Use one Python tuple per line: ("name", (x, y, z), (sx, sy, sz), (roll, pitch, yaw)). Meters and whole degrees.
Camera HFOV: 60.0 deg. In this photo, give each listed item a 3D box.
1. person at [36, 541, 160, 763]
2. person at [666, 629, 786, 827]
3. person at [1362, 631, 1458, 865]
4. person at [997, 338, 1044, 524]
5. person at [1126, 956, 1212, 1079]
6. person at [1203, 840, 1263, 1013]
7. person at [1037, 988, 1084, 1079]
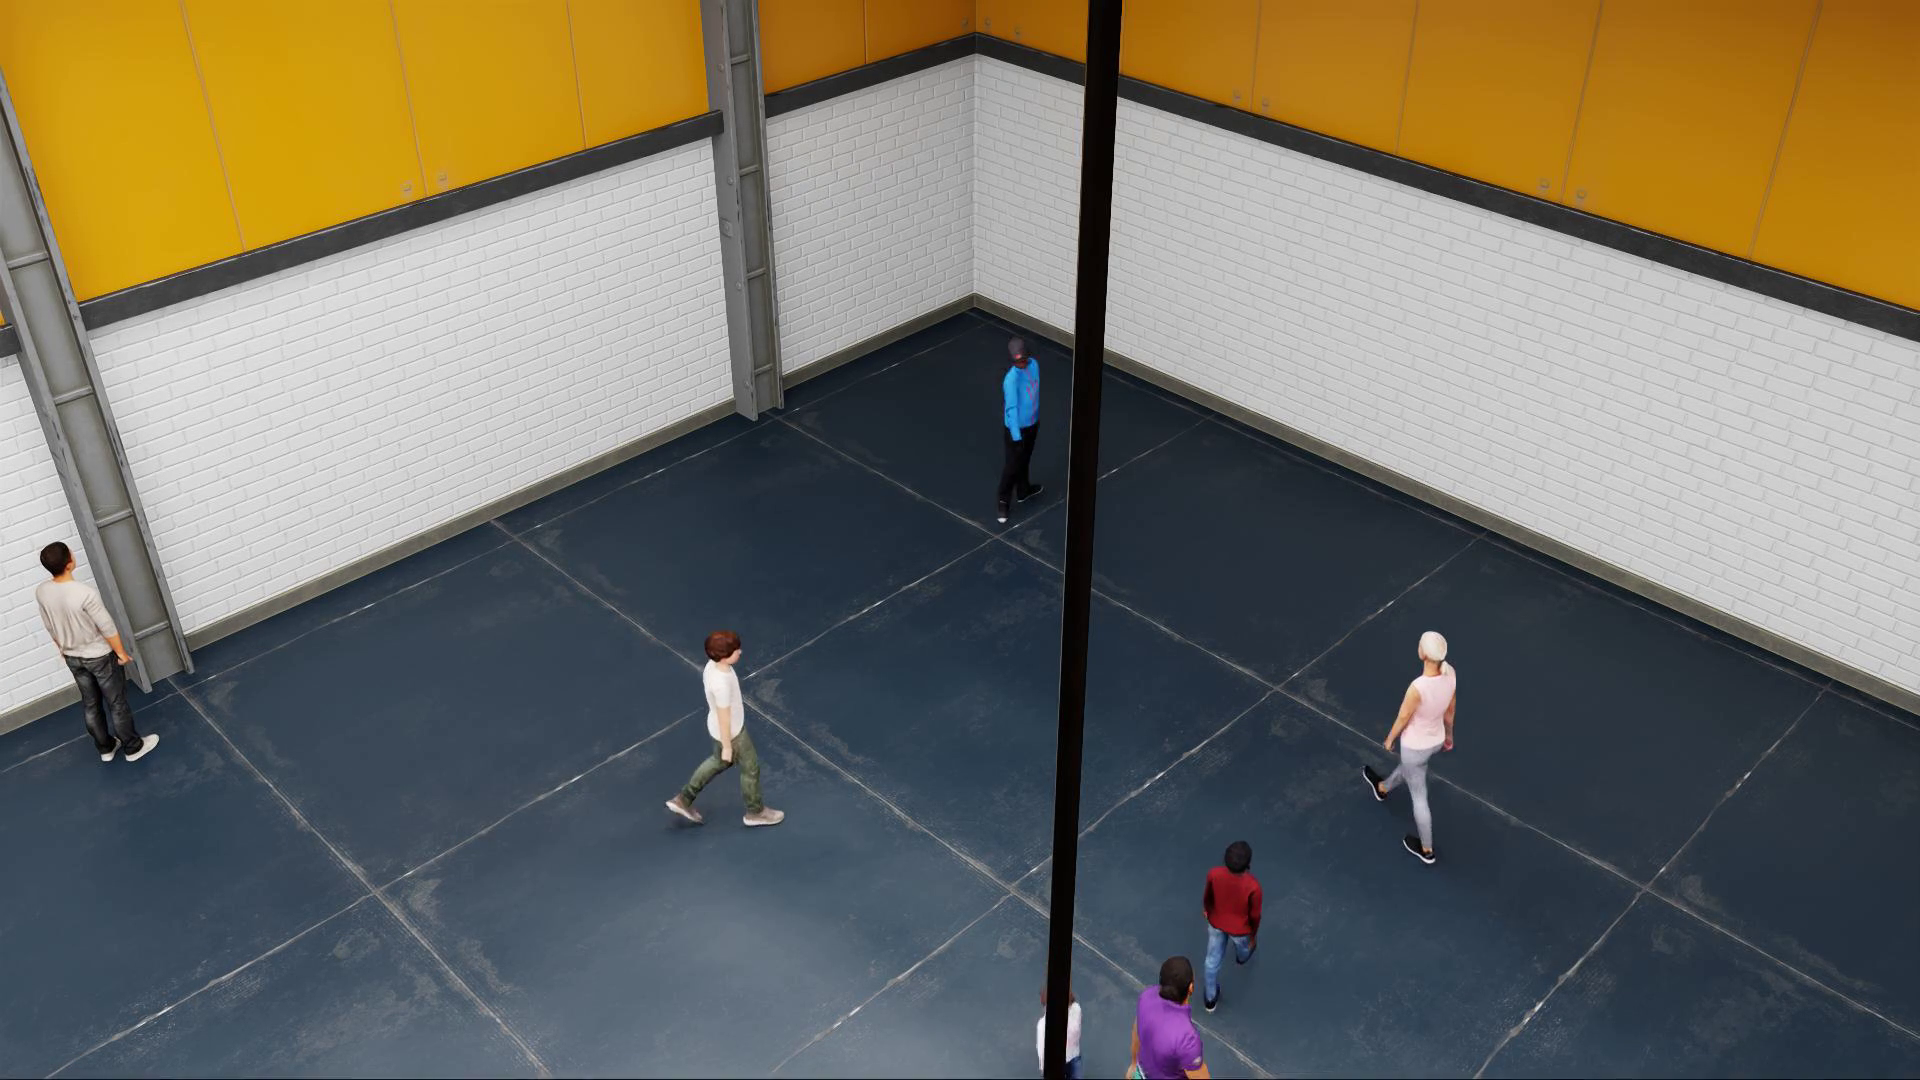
("person", (-6.141, 0.798, 11.721), (0.731, 1.811, 0.751), (4, 34, 7))
("person", (-1.641, 1.285, 11.150), (1.101, 1.632, 0.913), (-8, 34, -12))
("person", (3.094, 1.390, 10.945), (1.081, 1.684, 0.818), (-18, 37, -25))
("person", (0.541, -1.049, 14.533), (0.943, 1.775, 0.581), (11, 35, 16))
("person", (0.962, 2.892, 8.644), (1.121, 1.731, 0.945), (-10, 35, -15))
("person", (1.598, 2.327, 9.948), (0.701, 1.228, 0.902), (13, 36, 19))
("person", (0.553, 2.824, 9.325), (0.493, 1.089, 0.585), (-24, 41, -32))
